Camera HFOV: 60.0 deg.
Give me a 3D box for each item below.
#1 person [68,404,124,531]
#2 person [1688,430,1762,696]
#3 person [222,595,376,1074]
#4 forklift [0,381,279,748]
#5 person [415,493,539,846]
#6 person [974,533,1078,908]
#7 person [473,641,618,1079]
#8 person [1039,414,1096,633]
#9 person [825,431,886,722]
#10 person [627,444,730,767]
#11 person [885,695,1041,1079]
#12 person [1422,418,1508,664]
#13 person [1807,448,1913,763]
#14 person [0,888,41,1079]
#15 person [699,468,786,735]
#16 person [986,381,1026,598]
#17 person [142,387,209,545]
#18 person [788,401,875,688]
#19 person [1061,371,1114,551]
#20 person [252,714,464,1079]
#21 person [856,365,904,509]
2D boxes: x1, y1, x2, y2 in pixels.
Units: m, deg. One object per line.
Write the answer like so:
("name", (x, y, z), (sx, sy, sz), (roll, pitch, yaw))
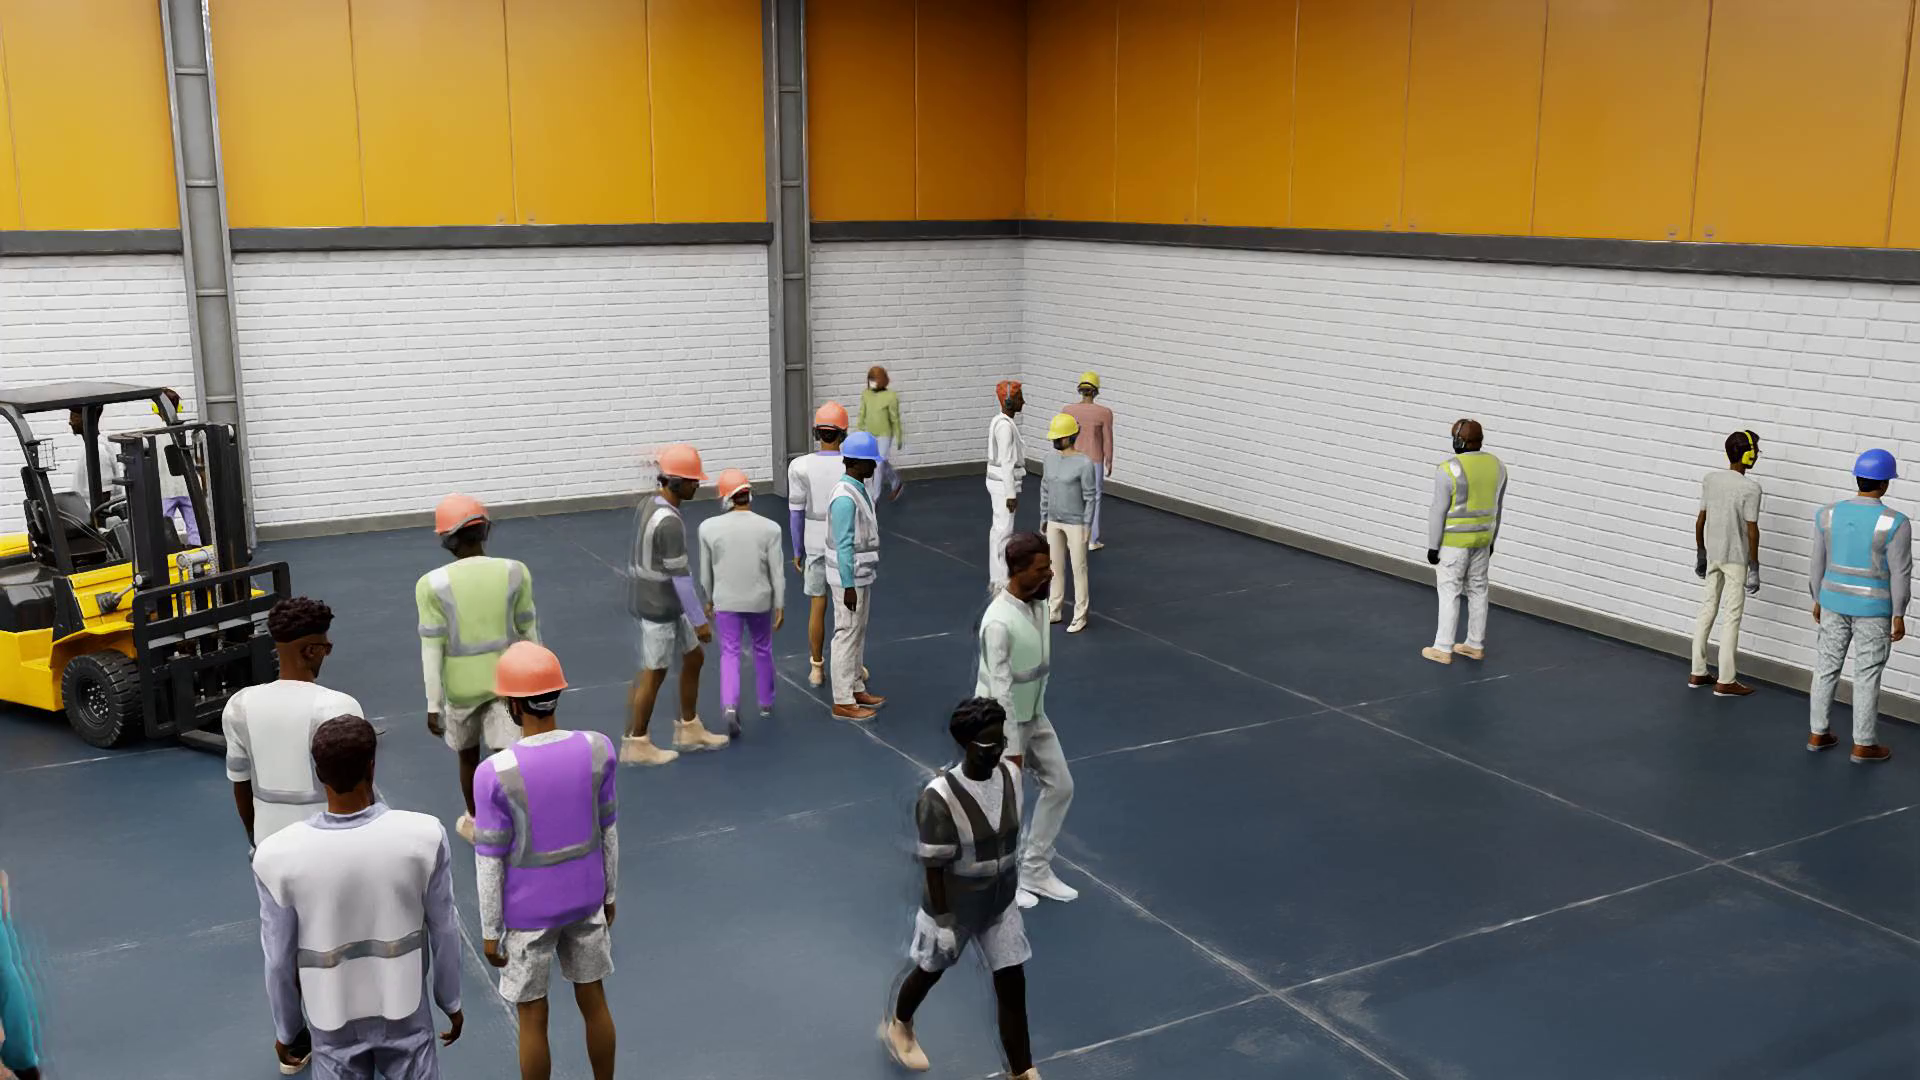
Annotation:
("person", (-6.677, -0.163, 12.903), (0.367, 1.966, 0.606), (-6, 14, -28))
("person", (5.381, 0.155, 11.639), (0.312, 1.869, 0.538), (-5, 13, -23))
("person", (-2.569, 1.183, 6.607), (0.602, 1.958, 0.380), (2, 12, 11))
("forklift", (-5.853, 0.085, 11.199), (2.313, 2.155, 1.214), (7, 14, 28))
("person", (-2.464, 0.742, 8.619), (0.631, 1.998, 0.997), (-7, 14, -31))
("person", (0.358, 0.908, 8.081), (0.621, 1.874, 0.633), (6, 13, 25))
("person", (-1.508, 1.312, 6.082), (0.545, 1.930, 0.387), (-9, 15, -37))
("person", (0.841, -0.136, 13.267), (0.525, 1.759, 0.337), (11, 16, 42))
("person", (-0.696, 0.238, 11.095), (0.415, 1.939, 0.605), (1, 12, 7))
("person", (-1.703, 0.410, 10.120), (0.808, 2.003, 0.633), (-3, 12, -12))
("person", (0.022, 1.380, 6.426), (0.533, 1.652, 0.905), (-9, 15, -37))
("person", (3.750, 0.009, 12.415), (0.626, 1.836, 0.430), (-5, 13, -22))
("person", (5.563, 0.401, 10.296), (0.388, 1.949, 0.603), (-8, 14, -33))
("person", (-3.148, 1.591, 4.908), (0.977, 1.865, 0.630), (4, 13, 18))
("person", (-1.418, 0.391, 10.910), (0.552, 1.716, 0.757), (-2, 12, -10))
("person", (0.404, -0.436, 14.379), (0.357, 1.883, 0.573), (-1, 12, -3))
("person", (-6.632, -0.363, 14.094), (0.509, 1.860, 0.318), (-8, 14, -33))
("person", (-0.897, 0.040, 11.767), (0.607, 2.044, 0.374), (1, 12, 2))
("person", (1.241, -0.768, 16.243), (0.530, 1.754, 0.342), (4, 13, 17))
("person", (-1.879, 1.490, 5.280), (0.588, 1.913, 0.391), (-4, 13, -19))
("person", (-0.845, -1.153, 18.408), (0.500, 1.606, 0.801), (9, 15, 36))
